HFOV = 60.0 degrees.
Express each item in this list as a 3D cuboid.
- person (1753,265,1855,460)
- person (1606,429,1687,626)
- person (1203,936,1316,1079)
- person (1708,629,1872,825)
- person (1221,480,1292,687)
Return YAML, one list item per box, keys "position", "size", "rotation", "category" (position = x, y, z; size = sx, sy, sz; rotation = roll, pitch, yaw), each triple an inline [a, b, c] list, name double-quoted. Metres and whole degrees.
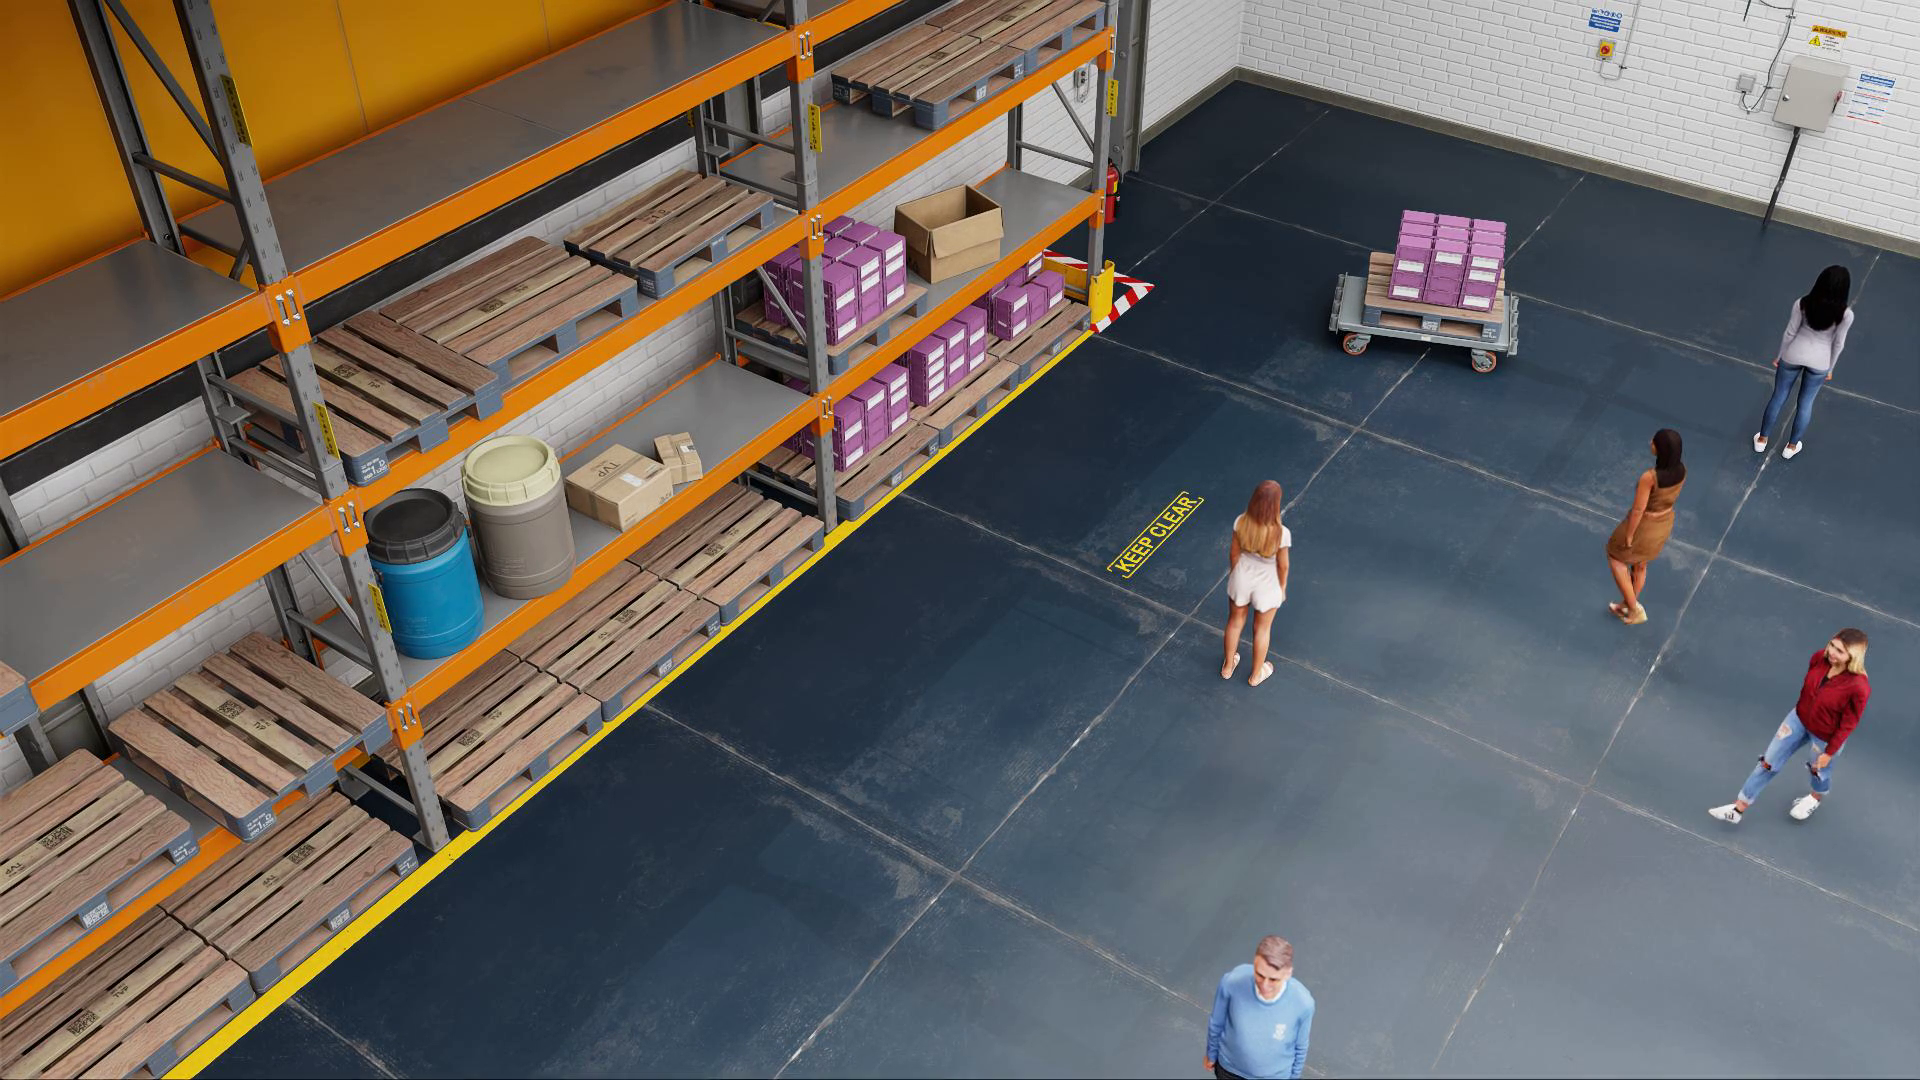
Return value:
- position: [6.865, -1.445, 13.508]
  size: [0.618, 1.735, 0.543]
  rotation: [20, 43, 23]
  category: "person"
- position: [4.911, -0.024, 11.778]
  size: [0.749, 1.673, 0.794]
  rotation: [-15, 41, -18]
  category: "person"
- position: [1.490, 2.599, 8.377]
  size: [0.718, 1.820, 0.676]
  rotation: [11, 40, 14]
  category: "person"
- position: [5.381, 1.181, 10.343]
  size: [1.152, 1.582, 0.973]
  rotation: [-15, 41, -18]
  category: "person"
- position: [2.015, 0.297, 11.357]
  size: [0.584, 1.697, 0.579]
  rotation: [19, 42, 22]
  category: "person"
